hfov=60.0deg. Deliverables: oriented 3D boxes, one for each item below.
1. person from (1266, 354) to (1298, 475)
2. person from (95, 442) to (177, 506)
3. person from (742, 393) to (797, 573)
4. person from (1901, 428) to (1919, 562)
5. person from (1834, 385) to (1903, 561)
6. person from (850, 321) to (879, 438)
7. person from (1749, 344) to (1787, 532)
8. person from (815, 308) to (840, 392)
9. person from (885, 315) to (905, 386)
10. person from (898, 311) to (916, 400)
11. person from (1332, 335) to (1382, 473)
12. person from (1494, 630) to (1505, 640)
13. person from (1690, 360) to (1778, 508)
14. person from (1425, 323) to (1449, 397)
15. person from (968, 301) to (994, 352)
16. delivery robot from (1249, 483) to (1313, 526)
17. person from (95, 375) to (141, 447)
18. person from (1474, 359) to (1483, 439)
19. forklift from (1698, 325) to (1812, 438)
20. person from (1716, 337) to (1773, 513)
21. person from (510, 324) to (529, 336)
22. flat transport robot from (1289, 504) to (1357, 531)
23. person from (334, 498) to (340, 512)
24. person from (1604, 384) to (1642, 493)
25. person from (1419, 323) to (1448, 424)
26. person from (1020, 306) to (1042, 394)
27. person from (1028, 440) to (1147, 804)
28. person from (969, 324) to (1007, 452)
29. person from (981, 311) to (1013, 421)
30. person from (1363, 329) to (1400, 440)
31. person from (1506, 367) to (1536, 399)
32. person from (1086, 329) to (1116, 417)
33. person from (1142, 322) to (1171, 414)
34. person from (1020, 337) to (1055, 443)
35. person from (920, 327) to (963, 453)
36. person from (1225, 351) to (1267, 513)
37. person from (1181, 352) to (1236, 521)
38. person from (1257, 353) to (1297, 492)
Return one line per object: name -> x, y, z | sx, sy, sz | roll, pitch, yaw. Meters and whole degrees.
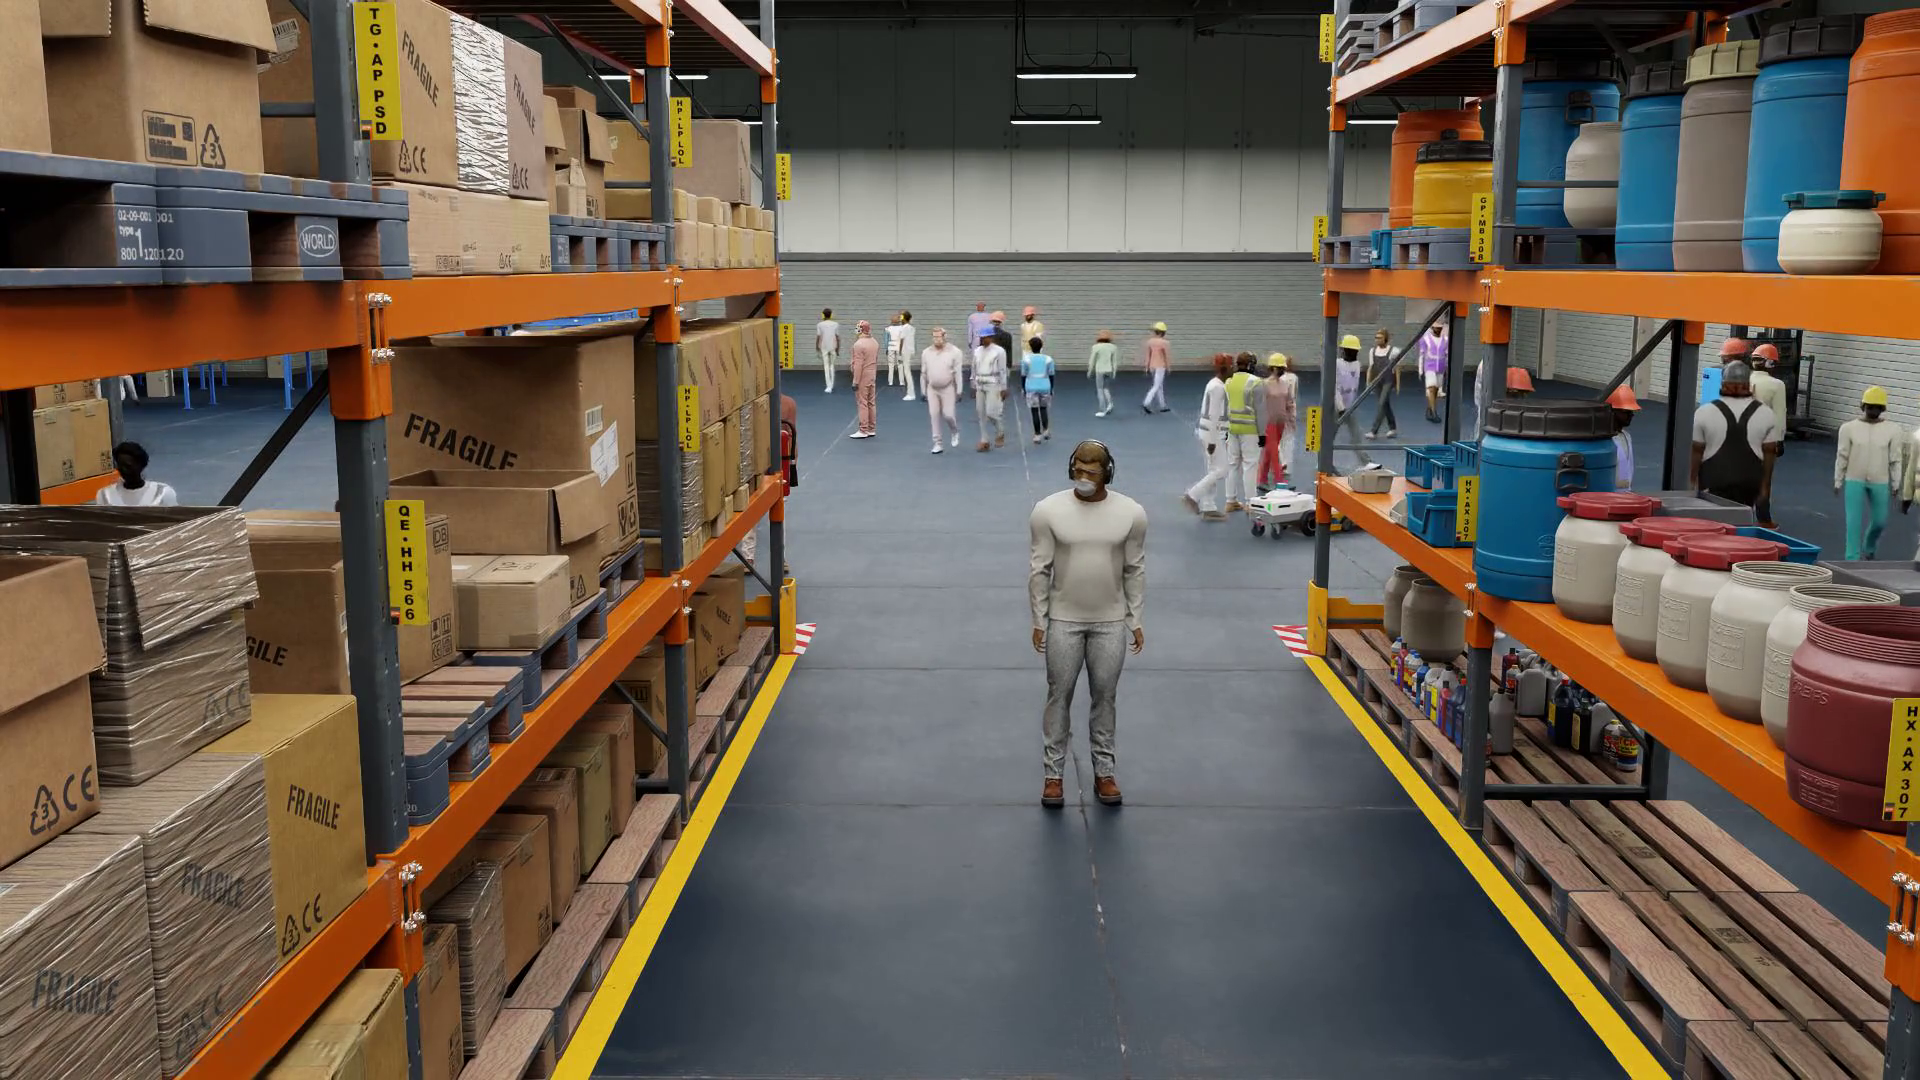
person -> 4.315, -1.677, 22.306 | 0.546, 1.625, 0.375 | -6, 11, -34
person -> -5.623, 0.129, 11.442 | 0.542, 1.656, 0.867 | -1, 10, -6
person -> -1.799, -0.693, 15.327 | 0.608, 1.996, 0.379 | -2, 10, -11
person -> 8.350, -0.367, 14.025 | 0.930, 1.777, 0.619 | -3, 10, -16
person -> 8.254, -0.538, 15.142 | 0.540, 1.750, 0.682 | 4, 10, 21
person -> -1.583, -2.622, 27.154 | 0.409, 1.907, 0.651 | 5, 10, 25
person -> 8.513, -1.090, 17.741 | 0.393, 1.985, 0.611 | -7, 12, -35
person -> -2.967, -4.213, 36.888 | 0.513, 1.839, 0.766 | -4, 10, -23
person -> -1.485, -4.387, 38.510 | 0.514, 1.645, 0.309 | 1, 9, 4
person -> -1.082, -3.856, 34.803 | 0.470, 1.834, 0.608 | 6, 11, 30
person -> 5.233, -1.815, 22.417 | 0.600, 1.871, 0.995 | -6, 11, -32
person -> 4.017, -0.035, 12.522 | 0.333, 1.614, 0.537 | 4, 10, 25
person -> 6.659, -0.537, 14.388 | 0.692, 2.000, 0.698 | 2, 10, 14
person -> 10.184, -3.974, 35.443 | 0.634, 1.842, 0.429 | -4, 10, -25
person -> 0.512, -4.854, 40.521 | 0.641, 1.908, 0.407 | -1, 10, -5
delivery robot -> 3.367, -0.355, 17.463 | 0.707, 0.478, 0.477 | -7, 12, -36
person -> -12.221, -2.084, 24.032 | 0.553, 1.877, 1.024 | 2, 10, 12
person -> 7.334, -1.893, 23.044 | 0.403, 1.824, 0.590 | 4, 10, 21
forklift -> 13.248, -3.165, 27.620 | 1.129, 2.768, 1.873 | 0, 9, 1
person -> 8.691, -1.246, 18.565 | 0.640, 2.021, 0.623 | 2, 10, 10
person -> -8.146, -3.275, 31.015 | 0.577, 1.925, 0.547 | 4, 10, 21
flat transport robot -> 4.198, -0.287, 18.181 | 1.431, 0.197, 0.652 | -7, 12, -36
person -> -3.258, 0.516, 9.187 | 0.530, 1.621, 0.465 | 0, 9, 1
person -> 4.949, -0.215, 12.642 | 0.361, 1.938, 0.545 | 9, 13, 44
person -> 8.544, -3.078, 29.933 | 0.557, 1.899, 0.971 | 0, 9, -2
person -> 1.586, -4.162, 36.361 | 0.555, 1.913, 0.694 | 5, 11, 29
person -> 0.672, 0.432, 8.777 | 0.627, 1.936, 0.374 | -1, 10, -4
person -> 0.414, -2.306, 25.188 | 0.632, 1.928, 0.433 | 9, 13, 42
person -> 0.647, -3.148, 30.060 | 0.629, 1.983, 0.536 | 3, 10, 16
person -> 6.881, -2.532, 26.984 | 0.983, 1.790, 0.519 | -8, 13, -41
person -> 4.439, -0.412, 13.658 | 0.890, 2.013, 0.625 | 1, 10, 6
person -> 2.639, -3.099, 30.890 | 0.520, 1.615, 0.372 | -6, 11, -30
person -> 3.736, -3.287, 31.676 | 0.882, 1.731, 0.532 | -8, 12, -40
person -> 1.222, -2.391, 26.454 | 0.536, 1.676, 0.547 | -2, 10, -10
person -> -0.273, -2.260, 25.014 | 0.672, 1.891, 0.505 | 3, 10, 19
person -> 3.269, -1.239, 19.069 | 0.429, 1.843, 0.627 | -8, 12, -40
person -> 2.780, -1.136, 18.377 | 0.492, 1.869, 0.591 | 1, 10, 5
person -> 3.944, -1.422, 20.466 | 0.548, 1.724, 0.852 | -6, 11, -32
